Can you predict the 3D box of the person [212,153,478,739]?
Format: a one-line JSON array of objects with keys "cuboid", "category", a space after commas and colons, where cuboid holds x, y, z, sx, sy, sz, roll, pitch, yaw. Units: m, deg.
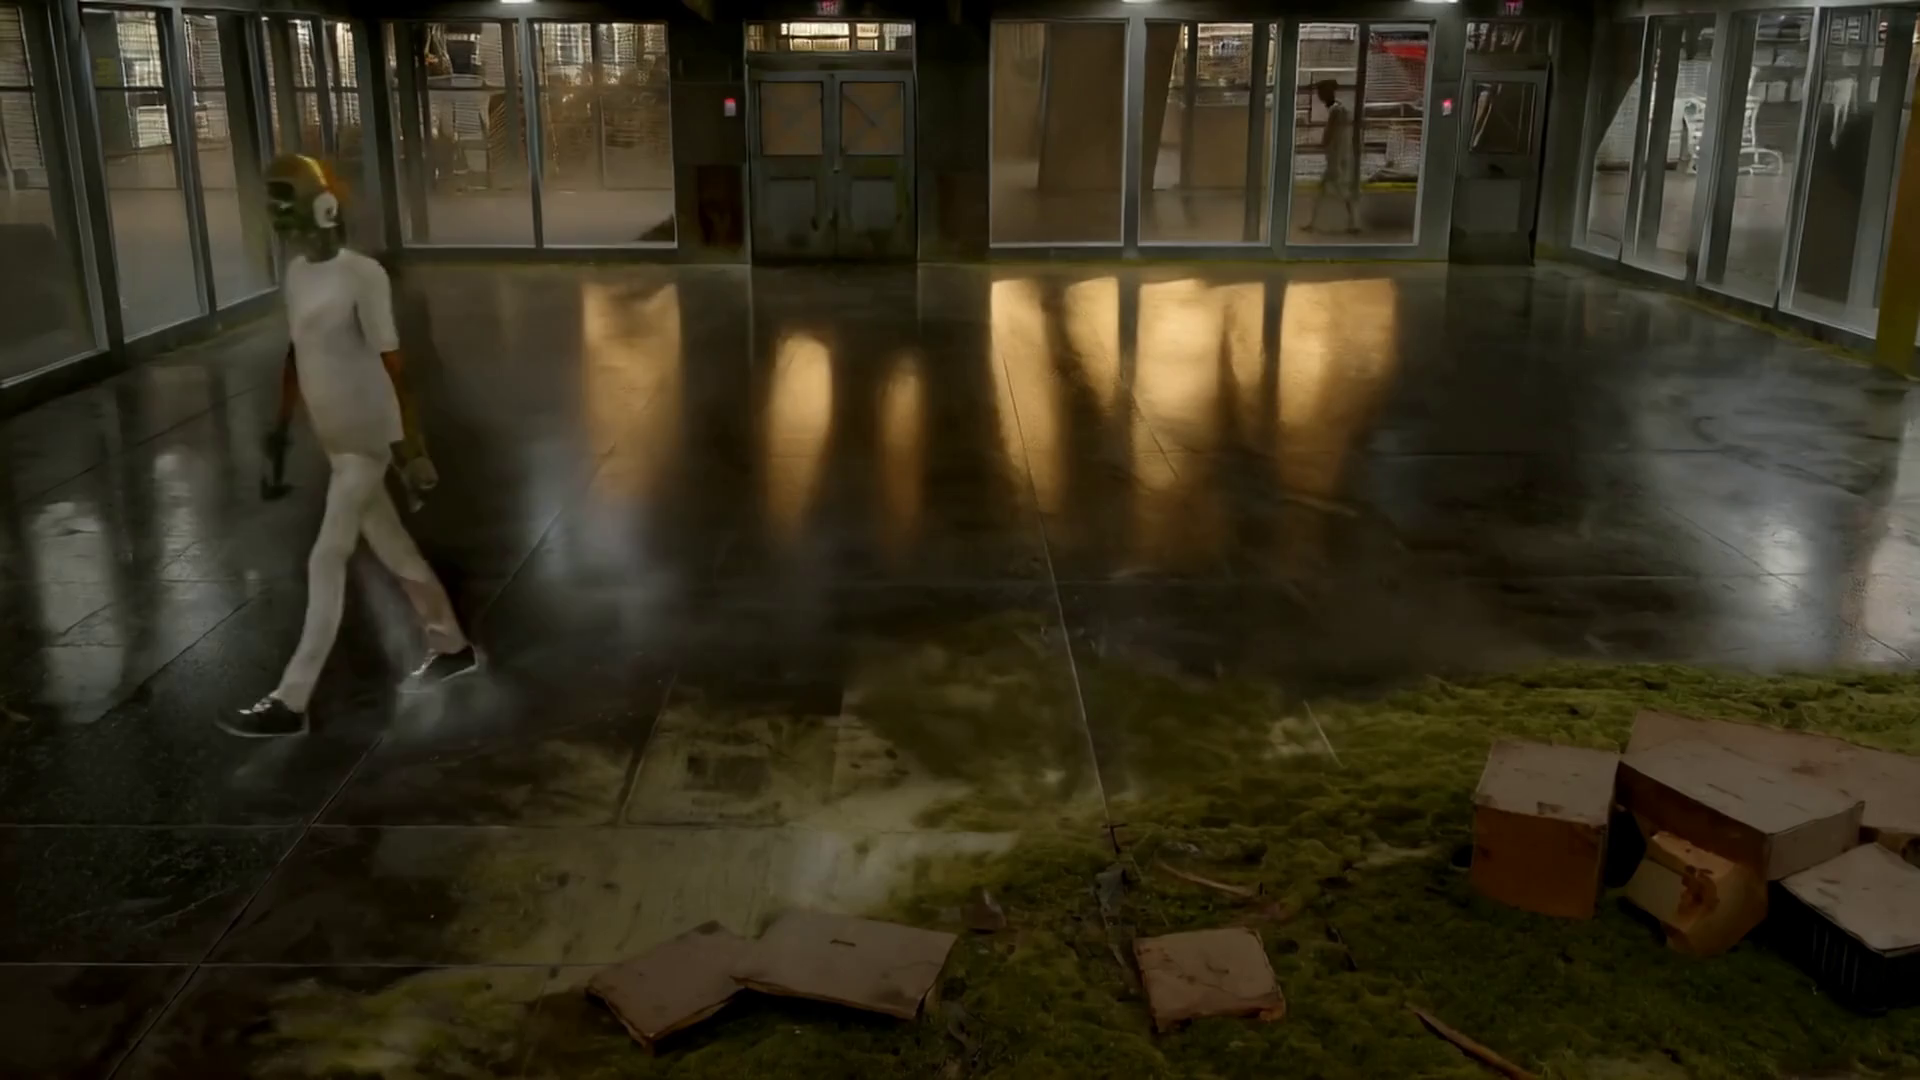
[{"cuboid": [-1.994, -0.298, 5.293, 0.542, 1.815, 0.981, 15, 22, 41], "category": "person"}]
